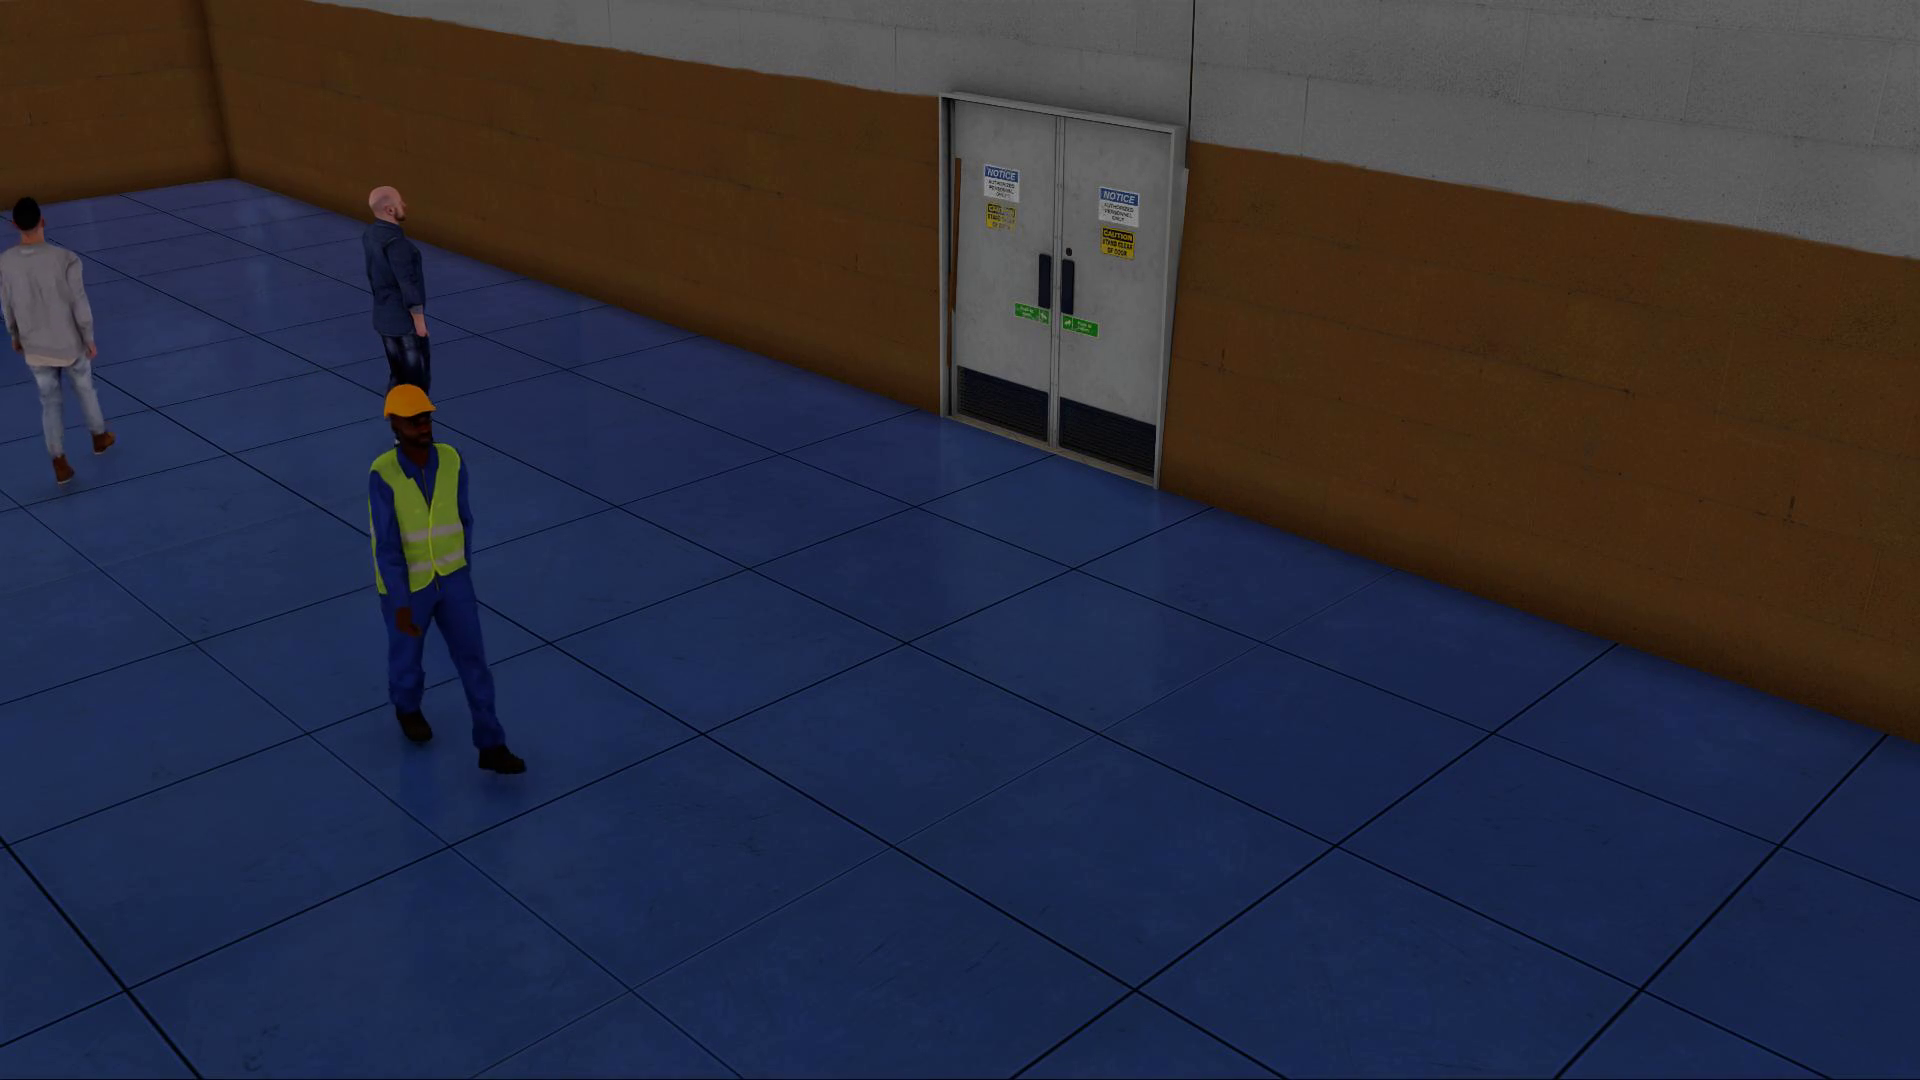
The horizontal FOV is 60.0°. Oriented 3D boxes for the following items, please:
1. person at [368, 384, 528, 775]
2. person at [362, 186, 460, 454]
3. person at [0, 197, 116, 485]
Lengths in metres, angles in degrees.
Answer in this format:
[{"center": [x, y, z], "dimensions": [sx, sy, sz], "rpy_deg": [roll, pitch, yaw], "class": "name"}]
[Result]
[{"center": [-2.426, 0.175, 7.417], "dimensions": [1.126, 1.773, 0.768], "rpy_deg": [-20, 30, -37], "class": "person"}, {"center": [-3.685, -1.428, 11.014], "dimensions": [0.563, 1.825, 0.705], "rpy_deg": [-21, 31, -40], "class": "person"}, {"center": [-5.803, -1.229, 10.600], "dimensions": [1.175, 1.793, 1.092], "rpy_deg": [-7, 24, -15], "class": "person"}]
